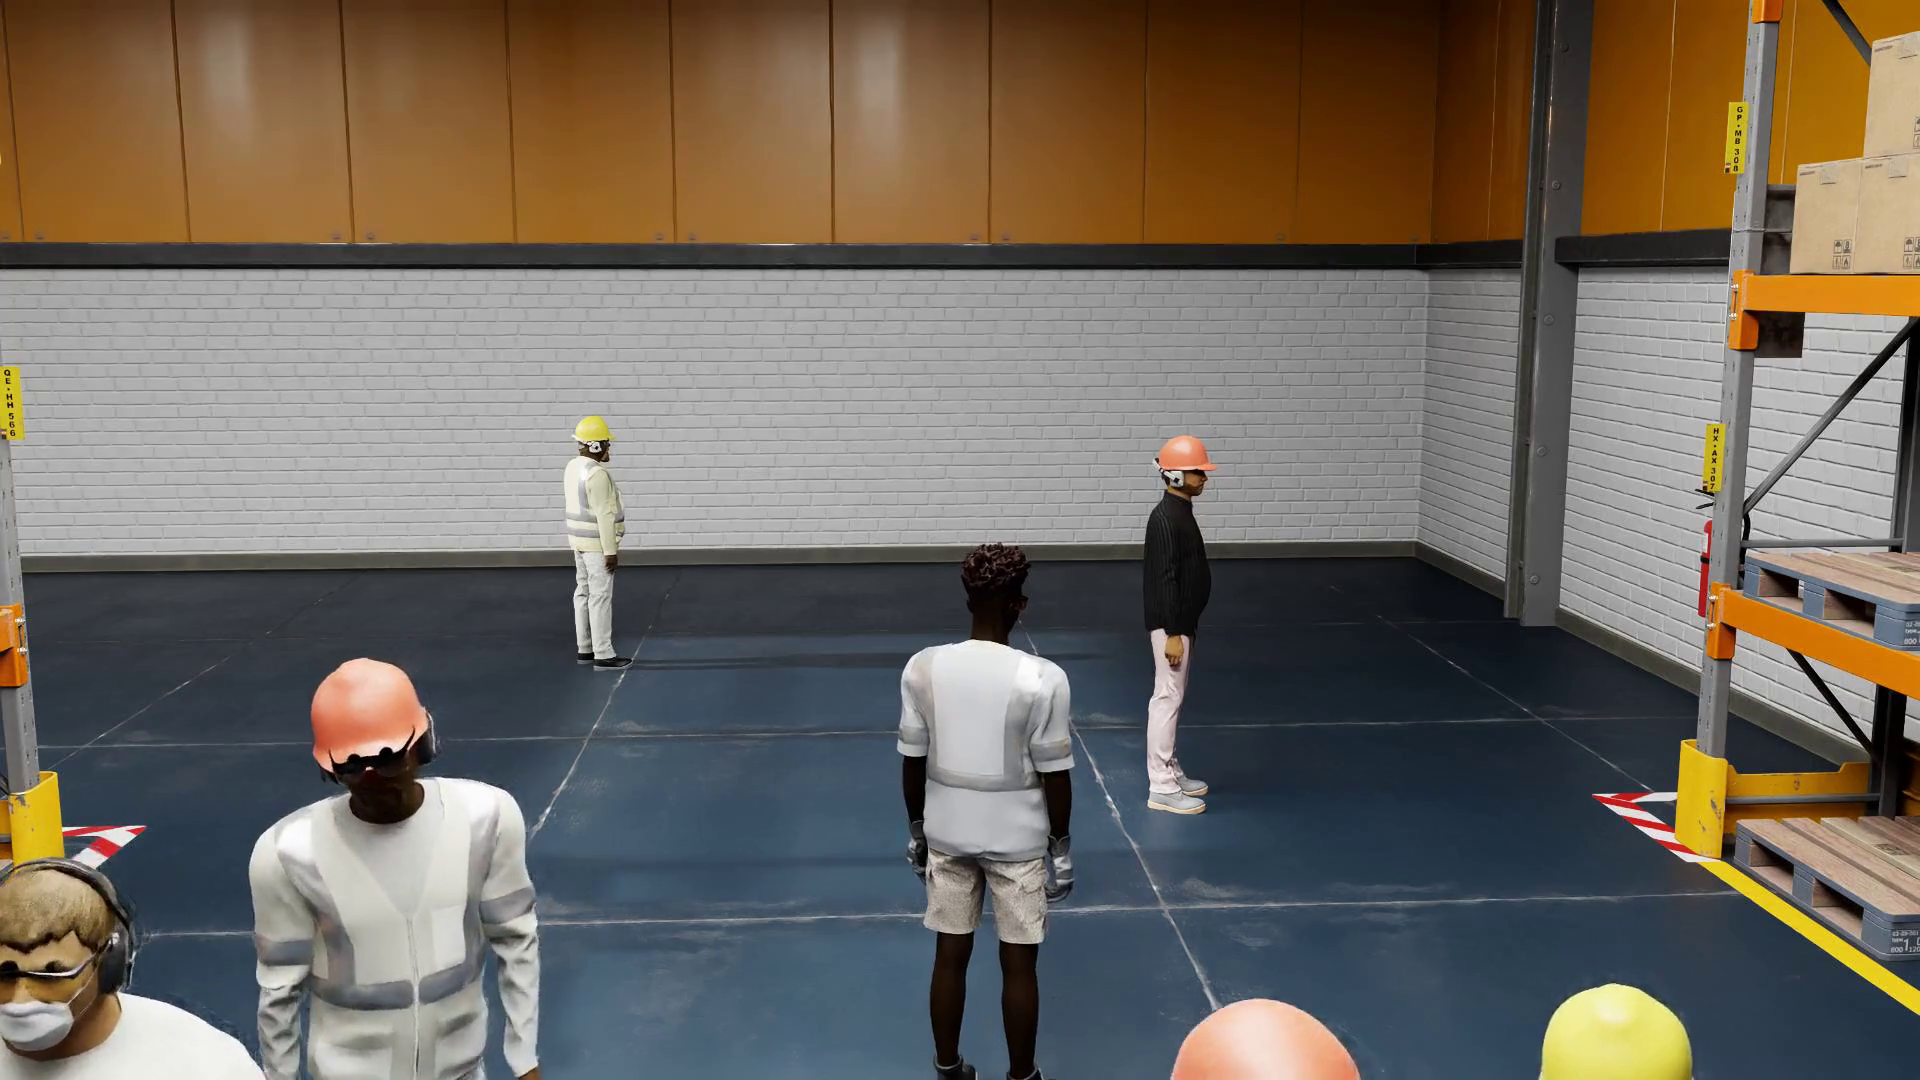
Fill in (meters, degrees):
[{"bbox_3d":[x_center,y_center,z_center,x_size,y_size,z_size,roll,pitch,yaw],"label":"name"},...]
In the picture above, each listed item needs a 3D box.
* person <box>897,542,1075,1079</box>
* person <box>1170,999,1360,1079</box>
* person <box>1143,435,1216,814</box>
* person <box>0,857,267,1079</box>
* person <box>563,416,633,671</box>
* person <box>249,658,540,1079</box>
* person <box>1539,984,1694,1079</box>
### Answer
[{"bbox_3d":[0.096,0.979,5.543,0.610,1.964,0.366,4,10,24],"label":"person"},{"bbox_3d":[0.294,1.536,2.115,0.949,1.942,0.626,8,12,43],"label":"person"},{"bbox_3d":[1.157,0.438,8.853,0.375,1.995,0.611,2,9,12],"label":"person"},{"bbox_3d":[-1.463,1.427,2.877,0.641,1.919,0.618,0,9,-1],"label":"person"},{"bbox_3d":[-2.614,0.021,11.976,0.404,1.833,0.590,-7,11,-36],"label":"person"},{"bbox_3d":[-1.352,1.218,4.003,0.628,2.002,0.744,-5,11,-31],"label":"person"},{"bbox_3d":[0.987,1.524,2.603,0.632,1.809,0.479,4,10,21],"label":"person"}]
